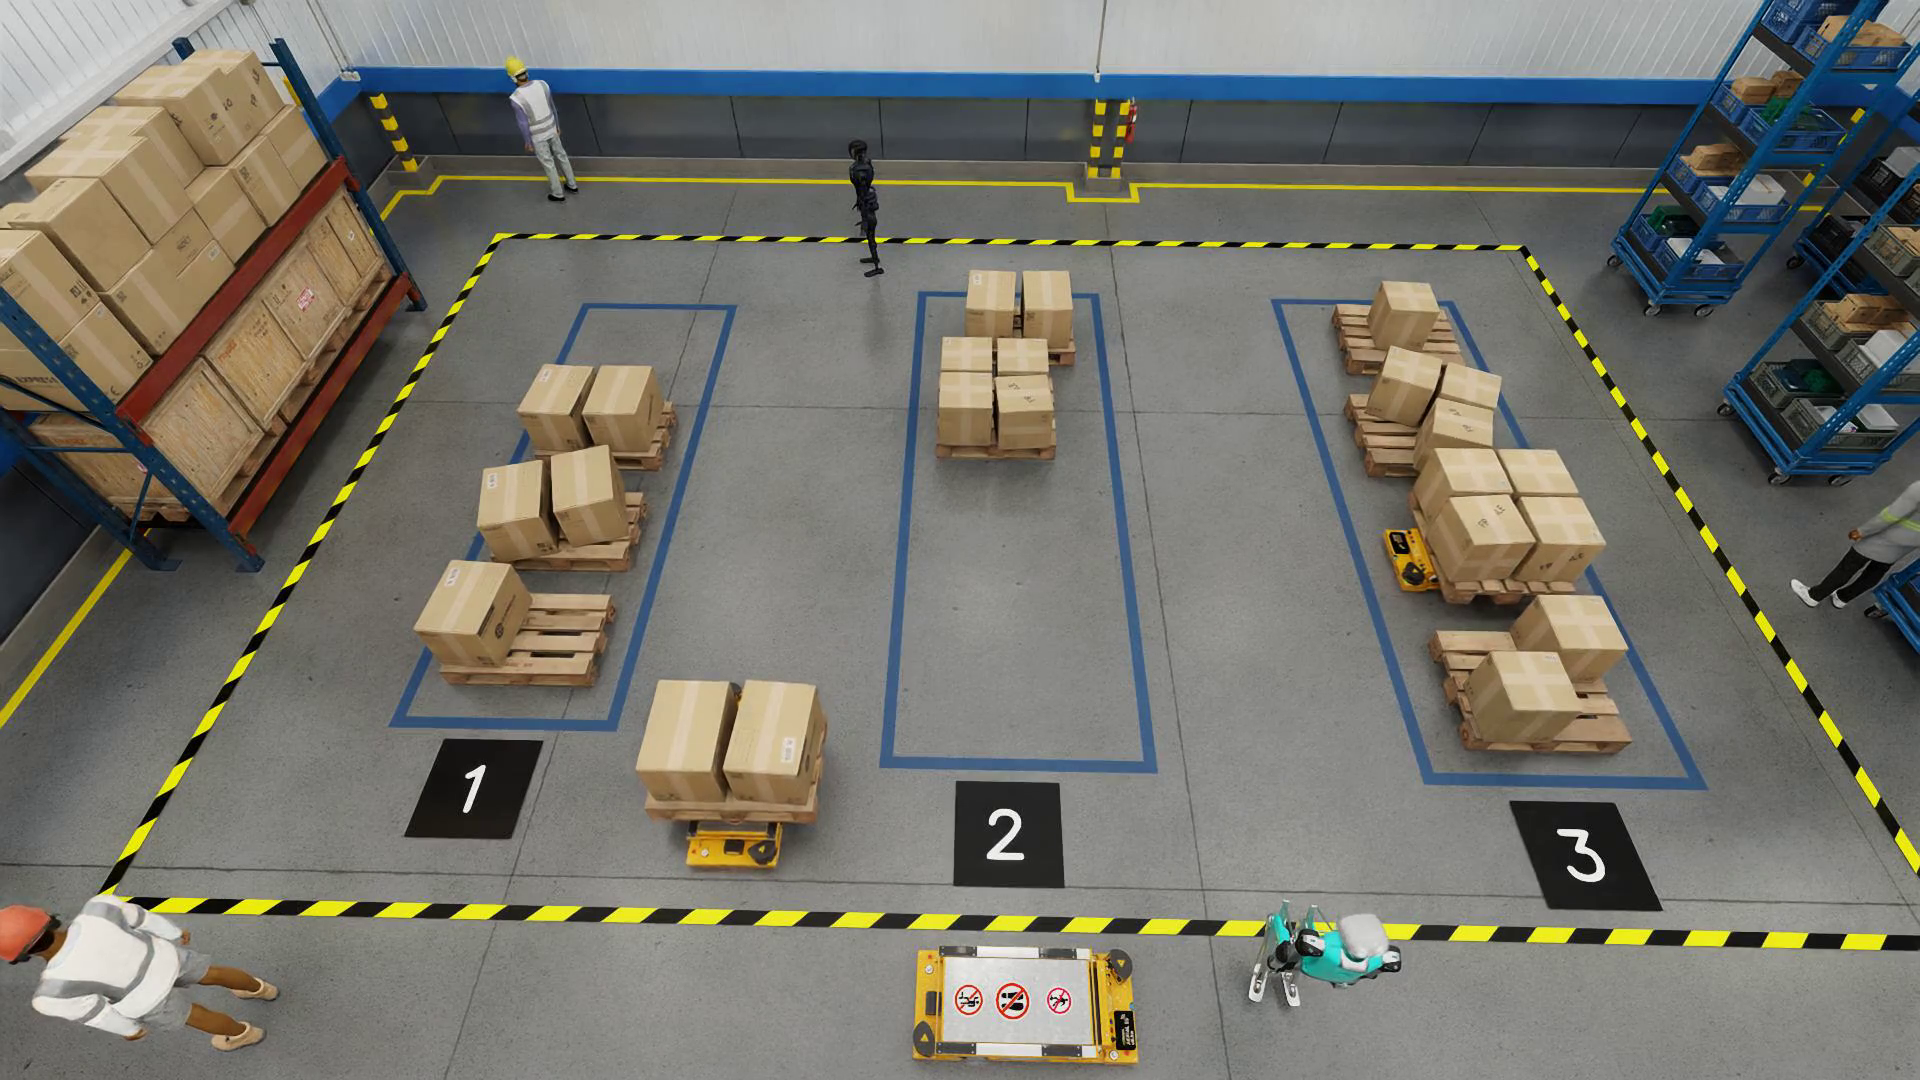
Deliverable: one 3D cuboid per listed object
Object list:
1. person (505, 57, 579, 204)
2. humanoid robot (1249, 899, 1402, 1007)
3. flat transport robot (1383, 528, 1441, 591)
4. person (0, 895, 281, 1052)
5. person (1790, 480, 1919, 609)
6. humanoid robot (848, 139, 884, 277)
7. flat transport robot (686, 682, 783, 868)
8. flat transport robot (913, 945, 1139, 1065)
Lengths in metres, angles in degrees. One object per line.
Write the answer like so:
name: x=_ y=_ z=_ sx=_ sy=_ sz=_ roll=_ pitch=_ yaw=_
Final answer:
person: x=-5.373 y=-5.227 z=11.744 sx=0.403 sy=1.822 sz=0.588 roll=24 pitch=55 yaw=18
humanoid robot: x=2.125 y=2.378 z=5.510 sx=0.533 sy=1.681 sz=0.735 roll=8 pitch=51 yaw=7
flat transport robot: x=4.683 y=0.155 z=8.342 sx=1.431 sy=0.197 sz=0.652 roll=1 pitch=51 yaw=1
person: x=-4.720 y=2.533 z=5.283 sx=0.392 sy=2.033 sz=0.613 roll=-2 pitch=51 yaw=-2
person: x=7.696 y=-0.071 z=7.522 sx=0.590 sy=1.852 sz=0.371 roll=5 pitch=51 yaw=4
humanoid robot: x=-1.111 y=-3.882 z=10.733 sx=0.315 sy=1.655 sz=0.599 roll=-8 pitch=51 yaw=-6
flat transport robot: x=-1.638 y=1.764 z=7.030 sx=0.652 sy=0.197 sz=1.431 roll=1 pitch=51 yaw=1
flat transport robot: x=0.422 y=3.041 z=6.007 sx=1.431 sy=0.231 sz=0.659 roll=1 pitch=51 yaw=1
